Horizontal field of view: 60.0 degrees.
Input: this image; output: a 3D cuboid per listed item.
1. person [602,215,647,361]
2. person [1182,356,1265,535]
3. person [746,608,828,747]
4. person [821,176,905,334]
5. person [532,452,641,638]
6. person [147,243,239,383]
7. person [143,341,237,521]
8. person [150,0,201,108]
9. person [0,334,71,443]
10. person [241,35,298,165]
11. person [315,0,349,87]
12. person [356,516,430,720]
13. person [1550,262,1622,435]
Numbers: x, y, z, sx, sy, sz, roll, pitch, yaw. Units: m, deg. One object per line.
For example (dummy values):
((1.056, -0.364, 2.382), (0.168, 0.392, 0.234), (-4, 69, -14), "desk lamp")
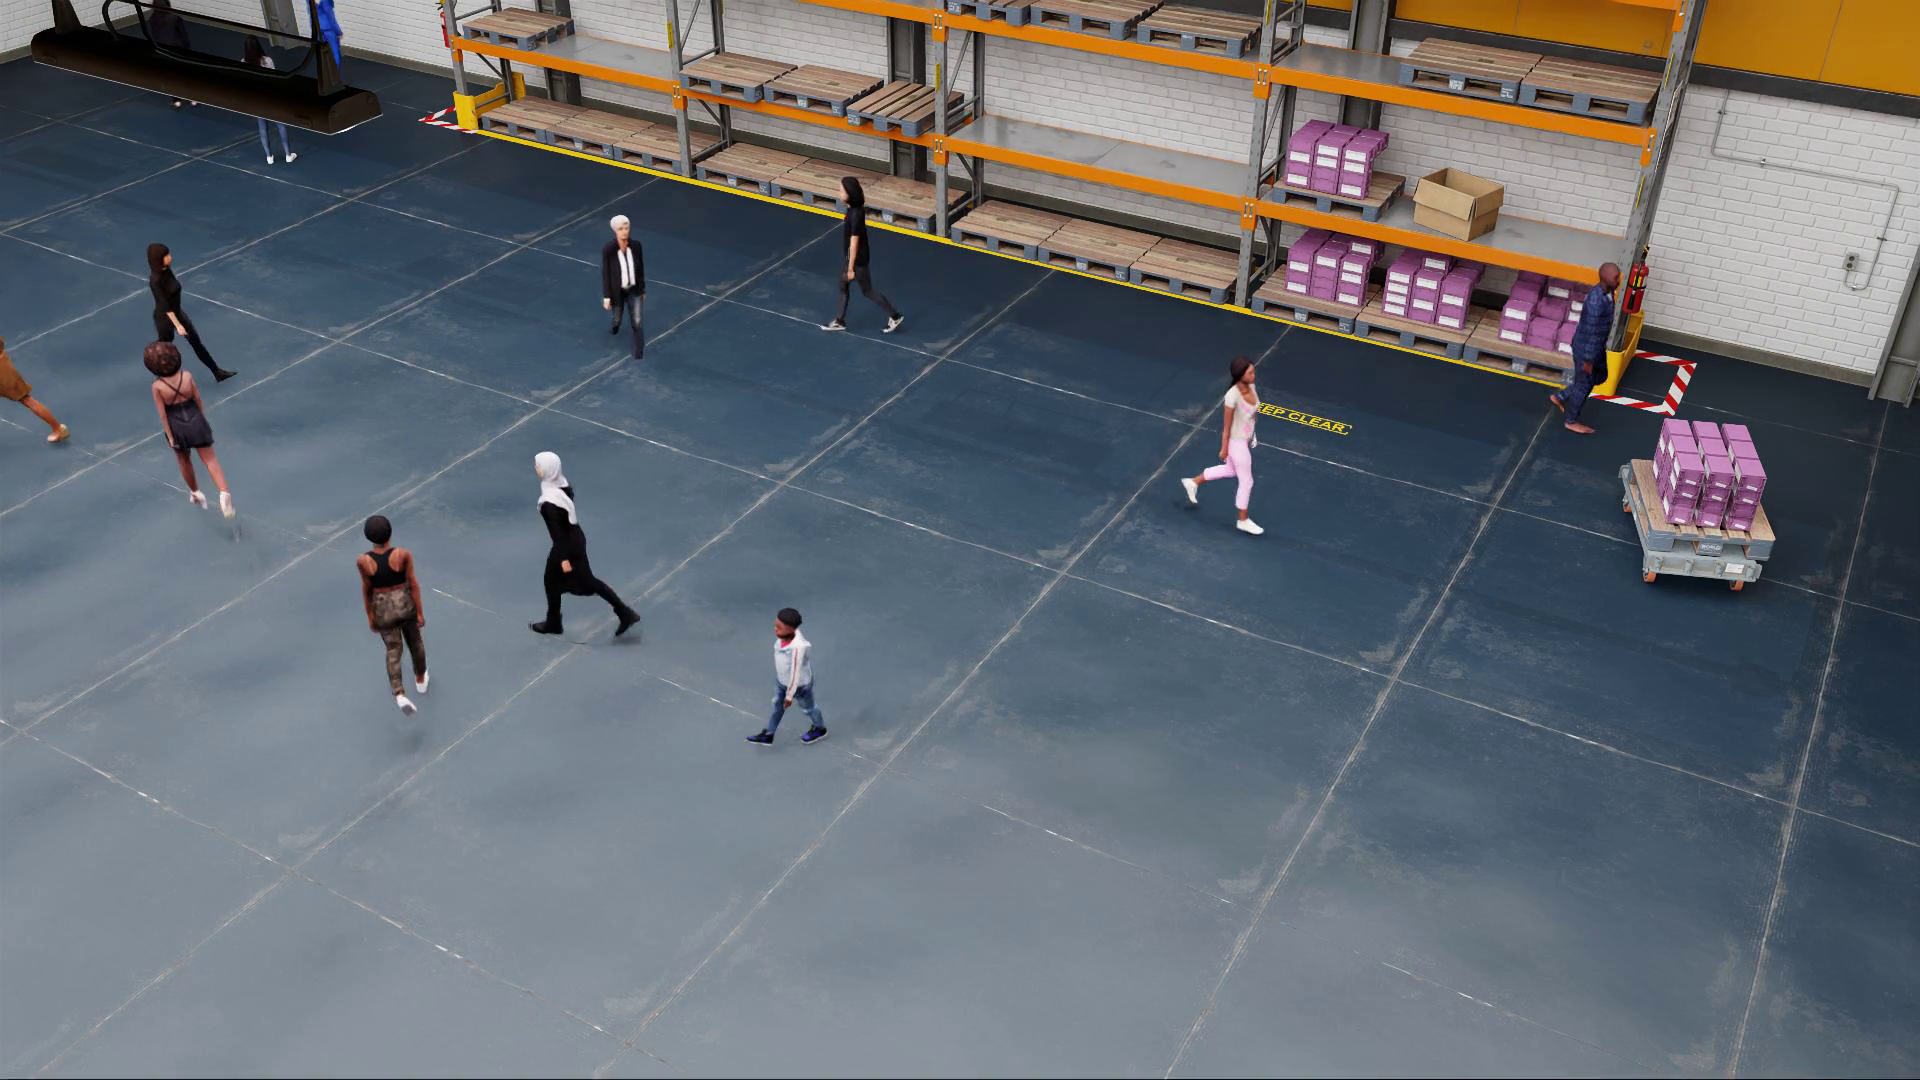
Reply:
((-3.665, -2.658, 17.882), (1.143, 1.767, 1.186), (-13, 36, -18), "person")
((2.405, -0.884, 14.882), (1.079, 1.710, 0.576), (20, 38, 27), "person")
((-1.179, 1.028, 12.439), (0.815, 1.231, 0.854), (-18, 38, -25), "person")
((-1.023, -3.076, 18.098), (1.236, 1.800, 1.084), (-4, 34, -7), "person")
((-3.063, 0.095, 13.384), (1.238, 1.738, 0.941), (3, 34, 5), "person")
((-8.169, -2.246, 17.024), (1.087, 1.607, 0.877), (1, 34, 2), "person")
((-6.883, -0.935, 14.916), (0.826, 1.756, 1.097), (-23, 40, -30), "person")
((-11.562, -7.193, 24.460), (0.757, 1.615, 0.821), (-7, 34, -11), "person")
((-9.111, -1.566, 15.991), (1.101, 1.618, 1.107), (-13, 36, -18), "person")
((-9.400, -5.970, 22.513), (0.668, 1.733, 0.743), (-6, 34, -9), "person")
((-9.615, -7.714, 25.176), (0.572, 1.689, 0.752), (12, 36, 18), "person")
((-4.292, 0.614, 12.661), (1.000, 1.673, 1.060), (-8, 34, -12), "person")
((6.128, -1.917, 16.350), (0.748, 1.804, 0.684), (20, 39, 27), "person")
